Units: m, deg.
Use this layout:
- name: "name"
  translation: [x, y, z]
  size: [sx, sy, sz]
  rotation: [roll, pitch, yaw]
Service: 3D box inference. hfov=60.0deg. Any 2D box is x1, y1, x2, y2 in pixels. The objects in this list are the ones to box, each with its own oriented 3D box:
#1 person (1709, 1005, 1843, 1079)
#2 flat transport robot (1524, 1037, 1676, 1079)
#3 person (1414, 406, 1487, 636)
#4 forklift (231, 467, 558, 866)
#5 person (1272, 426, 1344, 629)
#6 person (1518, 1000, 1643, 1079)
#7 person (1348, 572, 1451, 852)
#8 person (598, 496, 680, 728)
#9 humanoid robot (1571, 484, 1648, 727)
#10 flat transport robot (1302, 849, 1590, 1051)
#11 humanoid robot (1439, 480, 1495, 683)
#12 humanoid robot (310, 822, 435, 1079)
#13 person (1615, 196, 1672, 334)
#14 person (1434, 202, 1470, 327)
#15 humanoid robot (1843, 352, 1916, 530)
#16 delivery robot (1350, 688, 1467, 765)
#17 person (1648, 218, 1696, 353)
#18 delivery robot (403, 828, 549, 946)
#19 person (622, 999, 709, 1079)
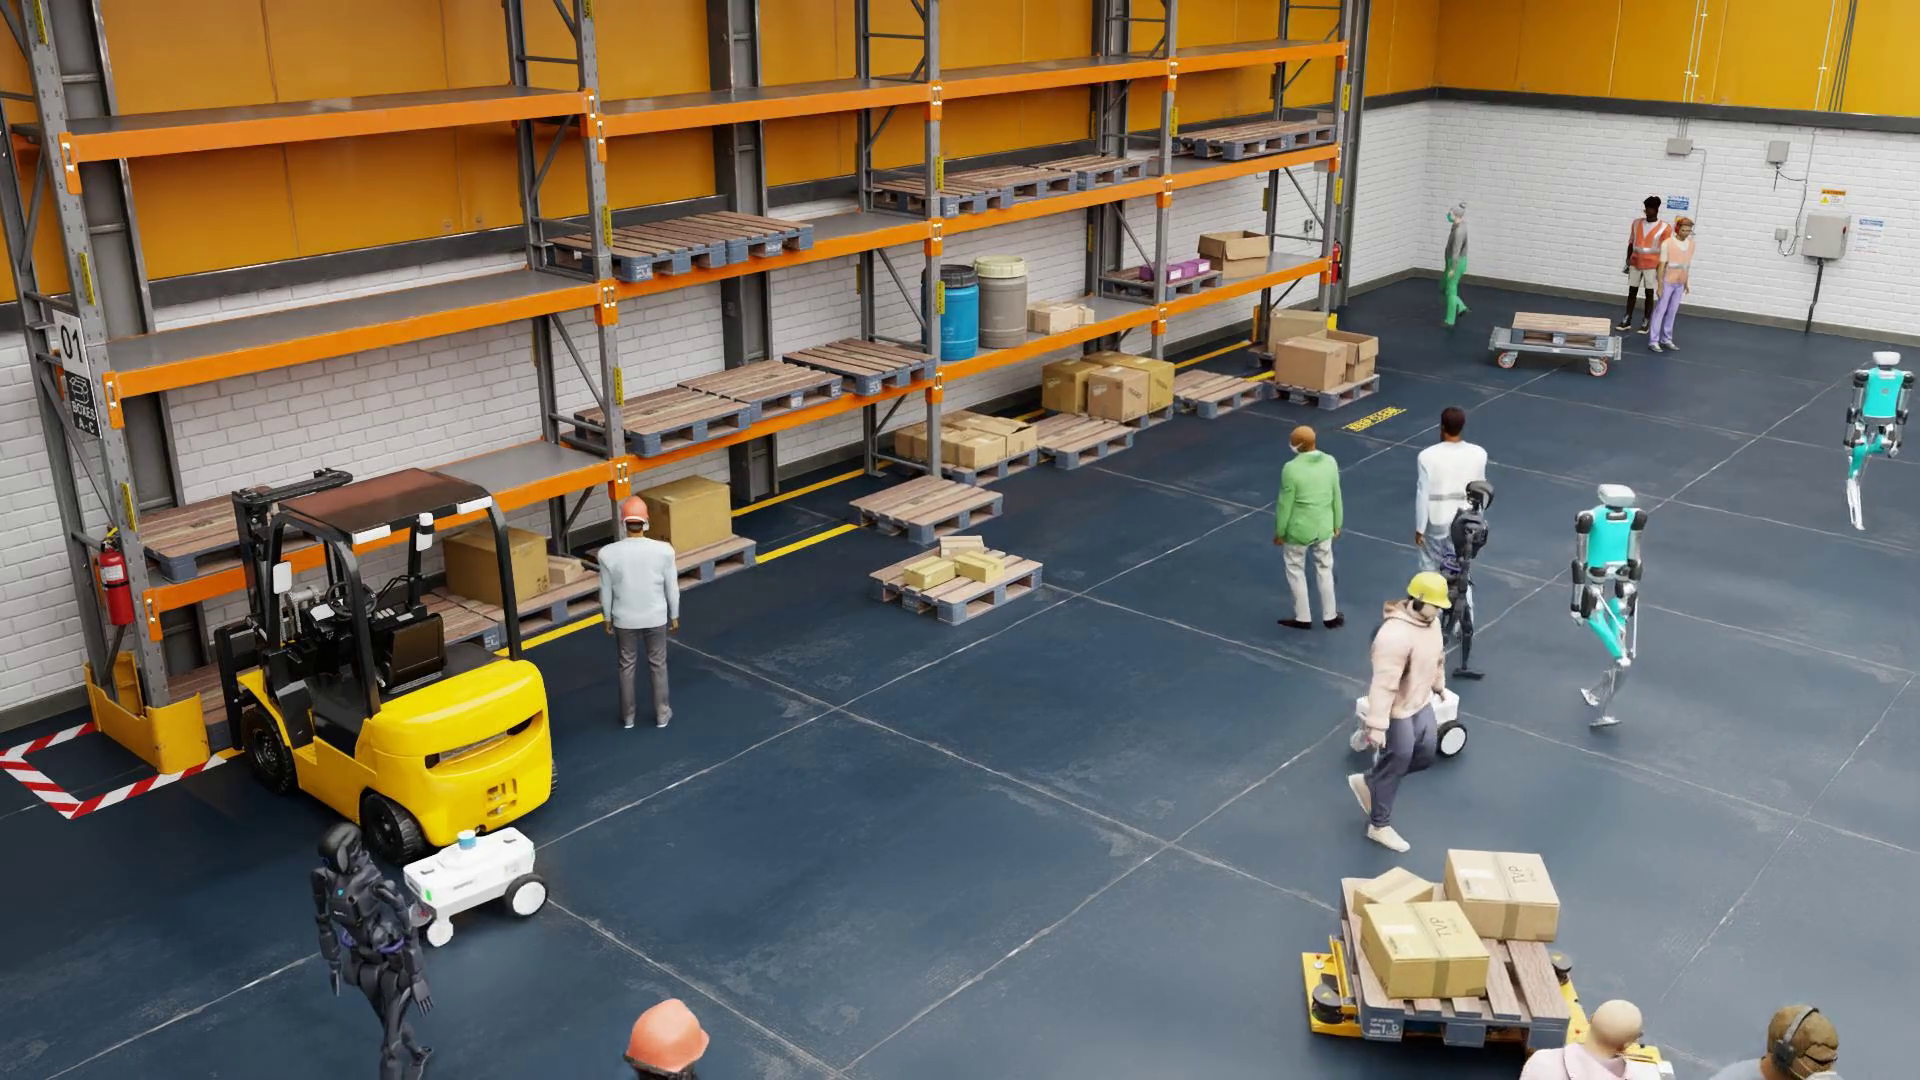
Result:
- name: "person"
  translation: [2.970, 2.554, 6.272]
  size: [0.628, 1.910, 0.816]
  rotation: [-3, 20, -8]
- name: "flat transport robot"
  translation: [3.114, 2.816, 7.922]
  size: [0.659, 0.231, 1.431]
  rotation: [4, 21, 11]
- name: "person"
  translation: [4.017, -0.146, 13.613]
  size: [0.603, 1.889, 0.820]
  rotation: [-2, 20, -6]
- name: "forklift"
  translation: [-3.730, 0.710, 10.856]
  size: [2.313, 2.155, 1.214]
  rotation: [17, 26, 38]
- name: "person"
  translation: [2.903, -0.100, 13.690]
  size: [0.693, 1.755, 0.391]
  rotation: [-8, 22, -20]
- name: "person"
  translation: [2.348, 2.547, 6.505]
  size: [0.573, 1.759, 0.501]
  rotation: [6, 21, 16]
- name: "person"
  translation: [2.767, 1.041, 10.460]
  size: [0.516, 1.836, 0.899]
  rotation: [17, 26, 38]
- name: "person"
  translation: [-2.306, 0.525, 12.003]
  size: [0.568, 1.741, 0.351]
  rotation: [-3, 20, -8]
- name: "humanoid robot"
  translation: [4.777, 0.548, 11.975]
  size: [0.536, 1.761, 0.934]
  rotation: [-3, 20, -8]
- name: "flat transport robot"
  translation: [2.595, 2.438, 8.945]
  size: [1.431, 0.231, 0.659]
  rotation: [2, 20, 6]
- name: "humanoid robot"
  translation: [3.819, 0.326, 12.652]
  size: [0.592, 1.631, 0.610]
  rotation: [6, 21, 15]
- name: "humanoid robot"
  translation: [-2.791, 2.045, 8.011]
  size: [0.589, 1.628, 0.709]
  rotation: [6, 21, 16]
- name: "person"
  translation: [9.797, -3.943, 23.797]
  size: [0.383, 1.958, 0.600]
  rotation: [-18, 27, -40]
- name: "person"
  translation: [7.156, -3.983, 24.091]
  size: [0.429, 1.829, 0.538]
  rotation: [5, 21, 13]
- name: "humanoid robot"
  translation: [8.901, -1.046, 16.360]
  size: [0.537, 1.785, 1.040]
  rotation: [5, 21, 12]
- name: "delivery robot"
  translation: [3.168, 1.255, 11.742]
  size: [0.784, 0.599, 0.499]
  rotation: [-9, 22, -23]
- name: "person"
  translation: [9.744, -3.494, 22.755]
  size: [0.562, 1.836, 0.401]
  rotation: [-9, 22, -23]
- name: "delivery robot"
  translation: [-2.848, 1.982, 9.770]
  size: [0.779, 0.597, 0.499]
  rotation: [-17, 26, -39]
- name: "person"
  translation: [-1.018, 2.553, 6.104]
  size: [0.648, 2.018, 0.670]
  rotation: [10, 22, 25]
